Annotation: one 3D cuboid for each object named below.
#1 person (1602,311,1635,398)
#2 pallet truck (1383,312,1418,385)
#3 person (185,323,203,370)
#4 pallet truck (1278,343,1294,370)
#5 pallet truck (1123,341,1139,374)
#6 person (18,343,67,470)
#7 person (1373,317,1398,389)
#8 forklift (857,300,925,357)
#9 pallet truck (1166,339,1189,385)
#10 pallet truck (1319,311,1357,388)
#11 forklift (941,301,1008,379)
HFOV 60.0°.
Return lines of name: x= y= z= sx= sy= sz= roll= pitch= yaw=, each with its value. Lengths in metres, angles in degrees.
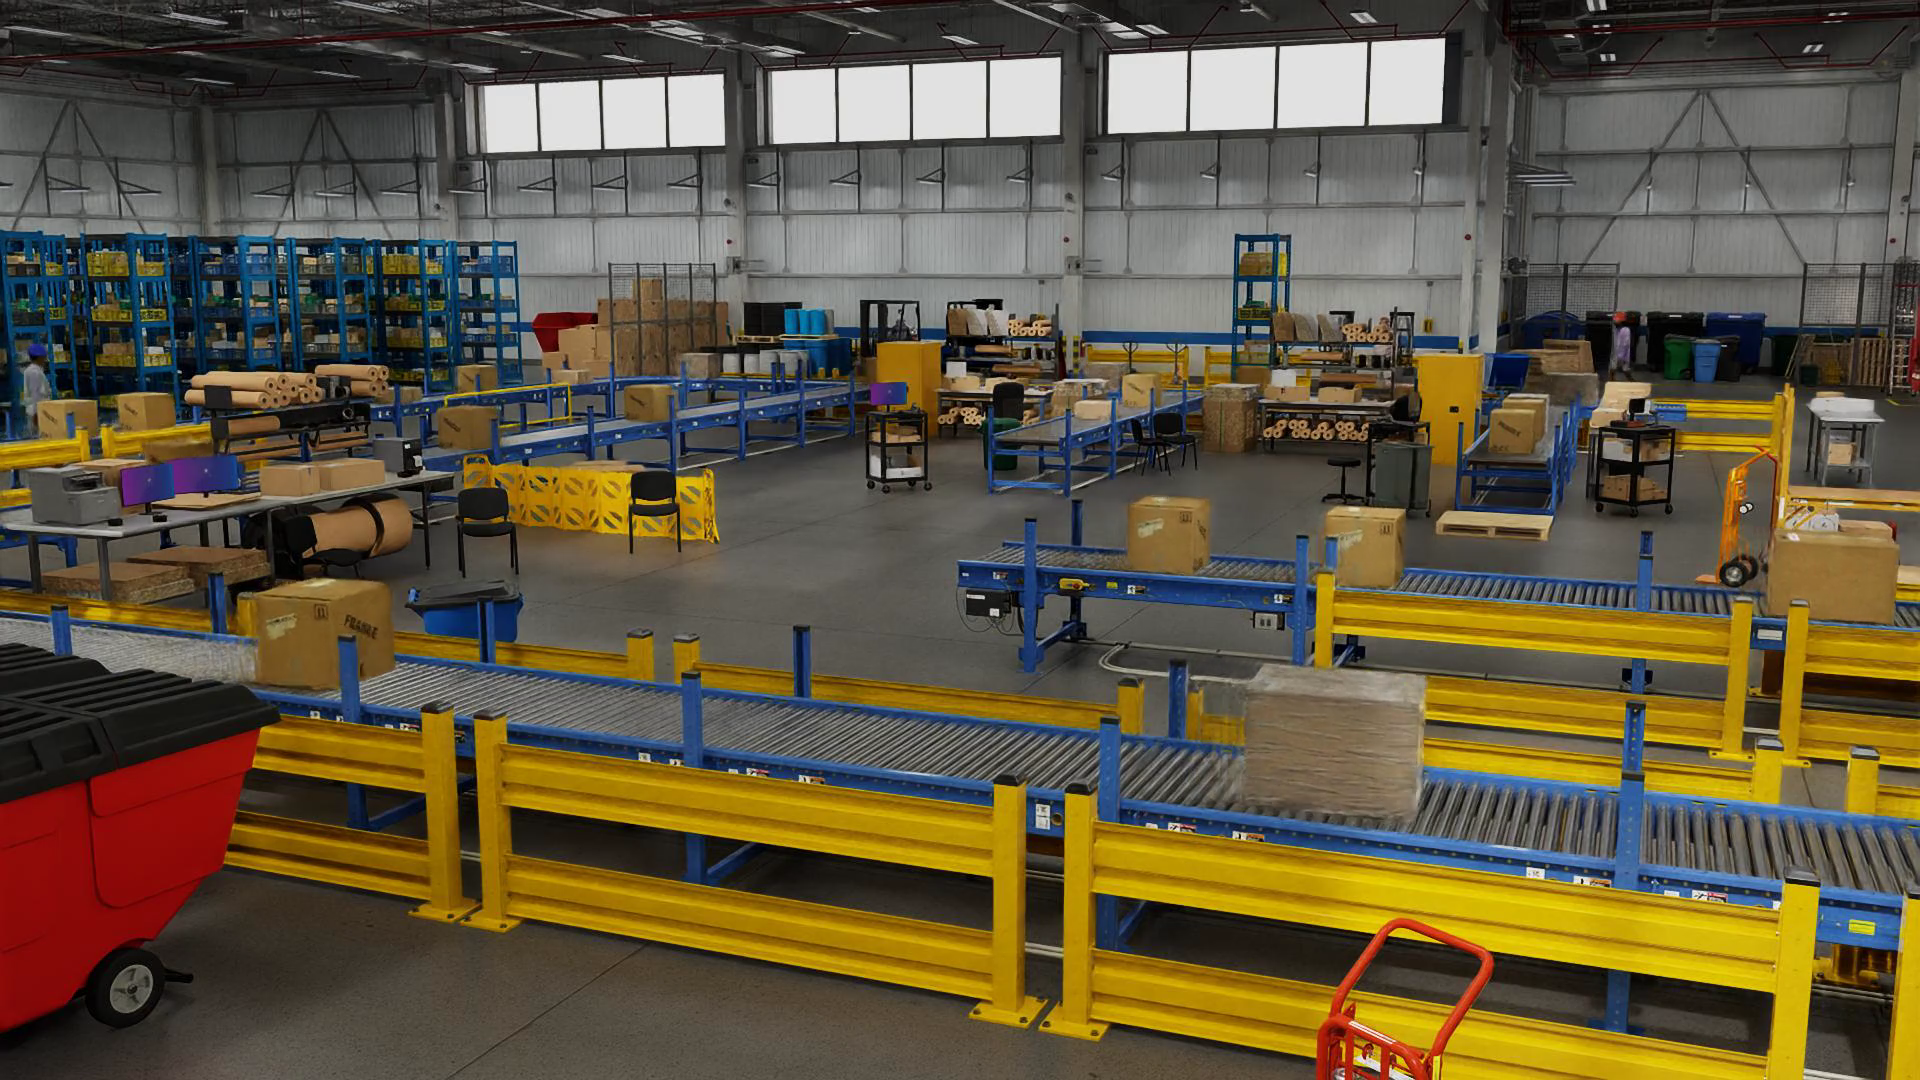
person: x=15.188 y=-4.225 z=38.036 sx=0.930 sy=2.008 sz=0.605 roll=-3 pitch=10 yaw=-17
pallet truck: x=10.207 y=-4.283 z=38.369 sx=0.823 sy=1.965 sz=1.885 roll=3 pitch=10 yaw=20
person: x=-17.948 y=-4.307 z=39.008 sx=0.565 sy=1.837 sz=0.384 roll=-6 pitch=11 yaw=-33
pallet truck: x=7.886 y=-4.163 z=39.743 sx=0.653 sy=1.274 sz=1.630 roll=4 pitch=10 yaw=22
pallet truck: x=4.445 y=-4.380 z=41.279 sx=0.680 sy=1.201 sz=1.601 roll=4 pitch=10 yaw=22
person: x=-13.617 y=-1.922 z=24.388 sx=0.930 sy=1.930 sz=0.613 roll=-6 pitch=11 yaw=-33
person: x=9.296 y=-3.939 z=36.567 sx=0.403 sy=1.904 sz=0.651 roll=-5 pitch=11 yaw=-29
forklift: x=-1.732 y=-5.109 z=42.468 sx=1.157 sy=1.987 sz=2.680 roll=4 pitch=10 yaw=22
pallet truck: x=5.418 y=-4.269 z=40.420 sx=0.704 sy=1.261 sz=1.522 roll=3 pitch=10 yaw=20
pallet truck: x=9.071 y=-4.419 z=39.190 sx=0.823 sy=1.965 sz=1.885 roll=5 pitch=10 yaw=26
forklift: x=0.365 y=-4.966 z=41.571 sx=1.157 sy=1.987 sz=2.680 roll=3 pitch=10 yaw=20
